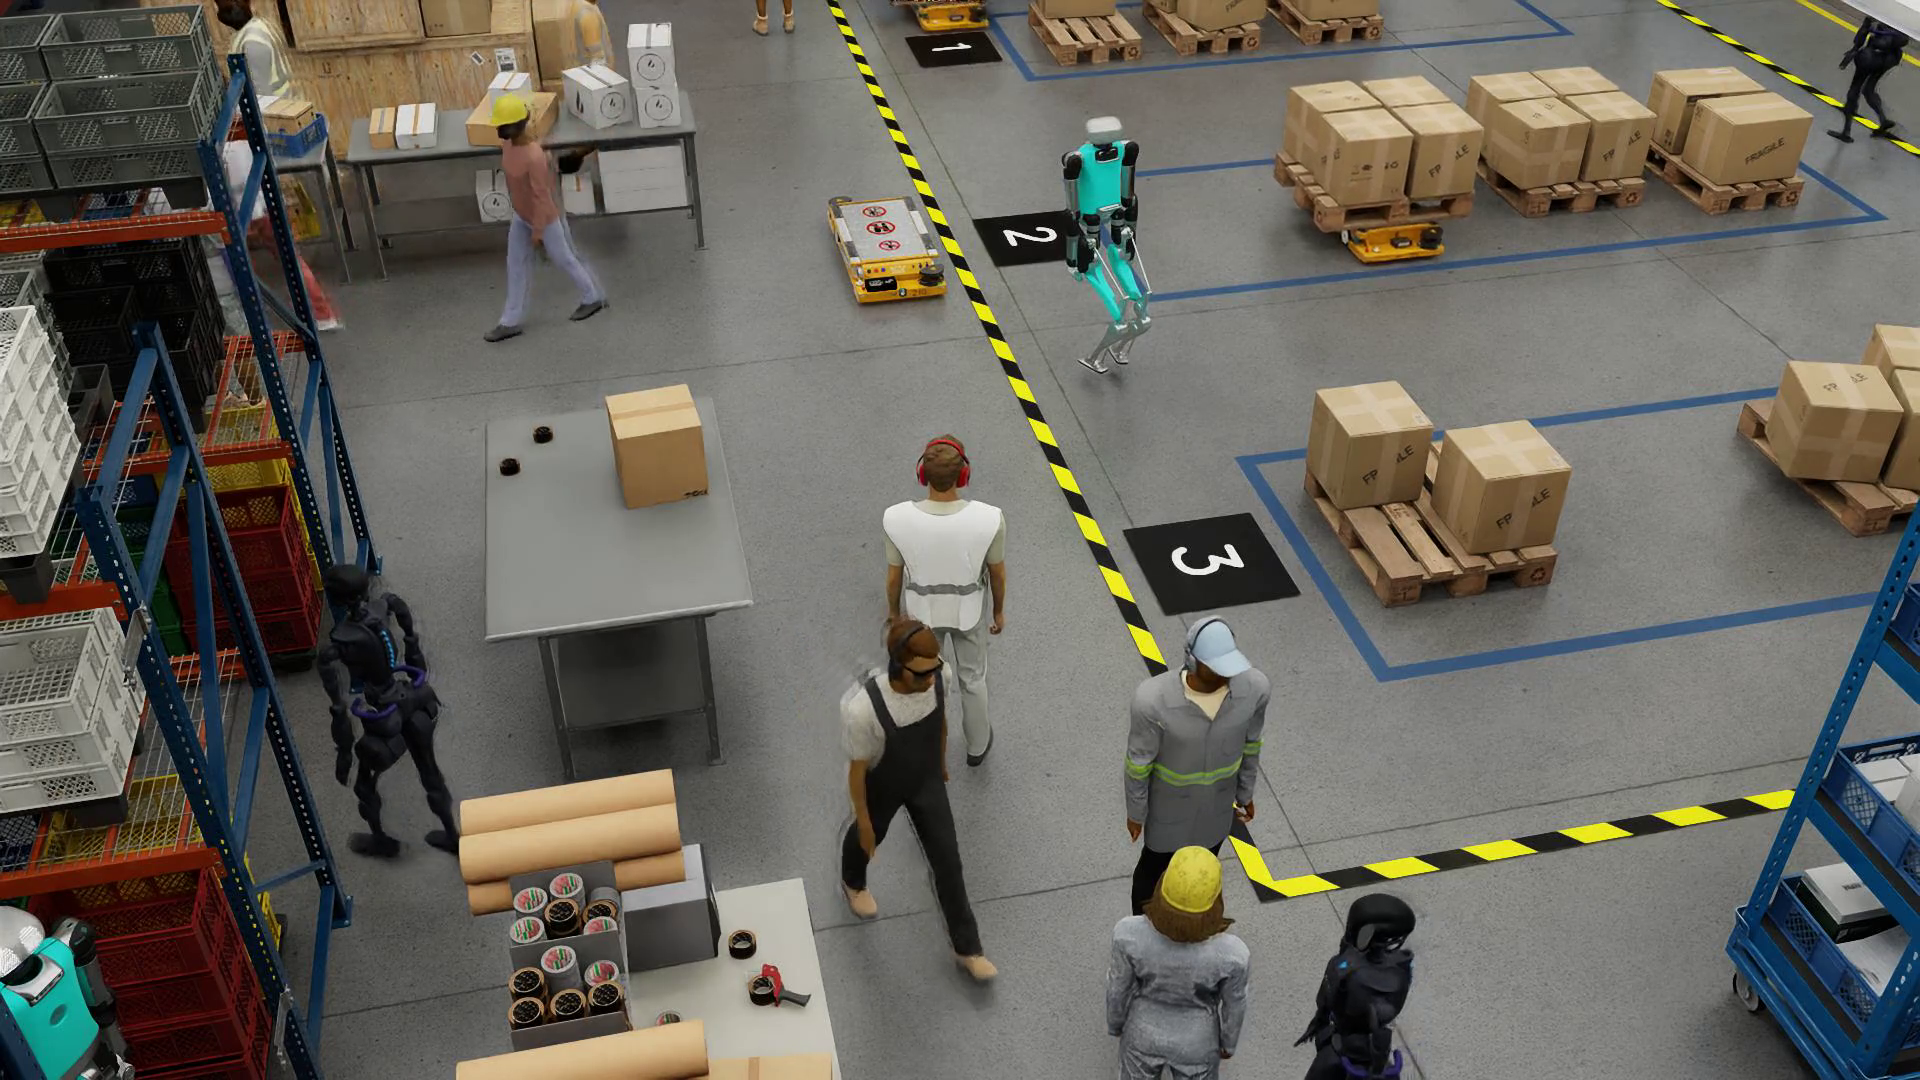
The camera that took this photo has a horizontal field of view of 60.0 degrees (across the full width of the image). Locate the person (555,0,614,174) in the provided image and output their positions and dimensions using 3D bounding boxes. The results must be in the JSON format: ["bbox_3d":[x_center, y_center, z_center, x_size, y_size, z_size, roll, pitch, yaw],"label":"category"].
[{"bbox_3d":[-2.894,-3.609,13.020,0.633,1.914,0.556,-10,38,-13],"label":"person"}]

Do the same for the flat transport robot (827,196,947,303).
[{"bbox_3d":[-0.570,-2.220,12.538,0.659,0.231,1.431,-8,37,-10],"label":"flat transport robot"}]

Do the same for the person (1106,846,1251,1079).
[{"bbox_3d":[0.765,1.740,5.978,0.493,1.742,0.302,8,37,11],"label":"person"}]

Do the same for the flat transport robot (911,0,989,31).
[{"bbox_3d":[-0.185,-5.543,16.980,0.652,0.197,1.431,-8,37,-10],"label":"flat transport robot"}]

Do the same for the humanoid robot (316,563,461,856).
[{"bbox_3d":[-2.559,0.764,7.354,0.557,1.638,0.605,15,39,19],"label":"humanoid robot"}]

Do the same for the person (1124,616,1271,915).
[{"bbox_3d":[0.950,1.055,6.809,0.588,1.852,0.369,-9,38,-12],"label":"person"}]

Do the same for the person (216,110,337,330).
[{"bbox_3d":[-4.847,-2.262,11.251,1.026,1.863,0.604,9,38,12],"label":"person"}]

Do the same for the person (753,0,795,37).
[{"bbox_3d":[-1.867,-5.898,15.998,0.614,2.039,0.386,-10,38,-13],"label":"person"}]

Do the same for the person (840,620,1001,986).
[{"bbox_3d":[-0.212,1.049,6.874,0.539,1.788,0.985,-23,42,-27],"label":"person"}]

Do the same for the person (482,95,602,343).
[{"bbox_3d":[-2.907,-2.193,11.280,0.903,1.712,0.538,-29,45,-33],"label":"person"}]

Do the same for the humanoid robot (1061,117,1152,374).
[{"bbox_3d":[1.002,-1.818,10.655,0.533,1.676,0.735,-17,40,-22],"label":"humanoid robot"}]

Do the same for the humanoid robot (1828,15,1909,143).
[{"bbox_3d":[7.728,-4.102,13.895,0.608,1.644,0.467,-15,39,-19],"label":"humanoid robot"}]

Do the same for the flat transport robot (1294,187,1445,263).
[{"bbox_3d":[3.188,-2.599,13.023,0.652,0.197,1.431,-8,37,-10],"label":"flat transport robot"}]

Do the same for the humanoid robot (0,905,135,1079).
[{"bbox_3d":[-3.224,1.847,5.728,0.735,1.677,0.533,12,38,15],"label":"humanoid robot"}]

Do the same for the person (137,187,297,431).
[{"bbox_3d":[-4.608,-1.618,10.243,0.604,2.045,0.380,14,39,18],"label":"person"}]

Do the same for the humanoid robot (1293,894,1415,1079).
[{"bbox_3d":[1.320,1.870,5.862,0.464,1.651,0.595,0,37,0],"label":"humanoid robot"}]

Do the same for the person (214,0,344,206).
[{"bbox_3d":[-5.249,-3.327,12.720,0.623,1.824,0.642,-18,40,-23],"label":"person"}]

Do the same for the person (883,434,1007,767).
[{"bbox_3d":[-0.066,0.341,7.781,0.562,1.837,0.390,0,37,0],"label":"person"}]
